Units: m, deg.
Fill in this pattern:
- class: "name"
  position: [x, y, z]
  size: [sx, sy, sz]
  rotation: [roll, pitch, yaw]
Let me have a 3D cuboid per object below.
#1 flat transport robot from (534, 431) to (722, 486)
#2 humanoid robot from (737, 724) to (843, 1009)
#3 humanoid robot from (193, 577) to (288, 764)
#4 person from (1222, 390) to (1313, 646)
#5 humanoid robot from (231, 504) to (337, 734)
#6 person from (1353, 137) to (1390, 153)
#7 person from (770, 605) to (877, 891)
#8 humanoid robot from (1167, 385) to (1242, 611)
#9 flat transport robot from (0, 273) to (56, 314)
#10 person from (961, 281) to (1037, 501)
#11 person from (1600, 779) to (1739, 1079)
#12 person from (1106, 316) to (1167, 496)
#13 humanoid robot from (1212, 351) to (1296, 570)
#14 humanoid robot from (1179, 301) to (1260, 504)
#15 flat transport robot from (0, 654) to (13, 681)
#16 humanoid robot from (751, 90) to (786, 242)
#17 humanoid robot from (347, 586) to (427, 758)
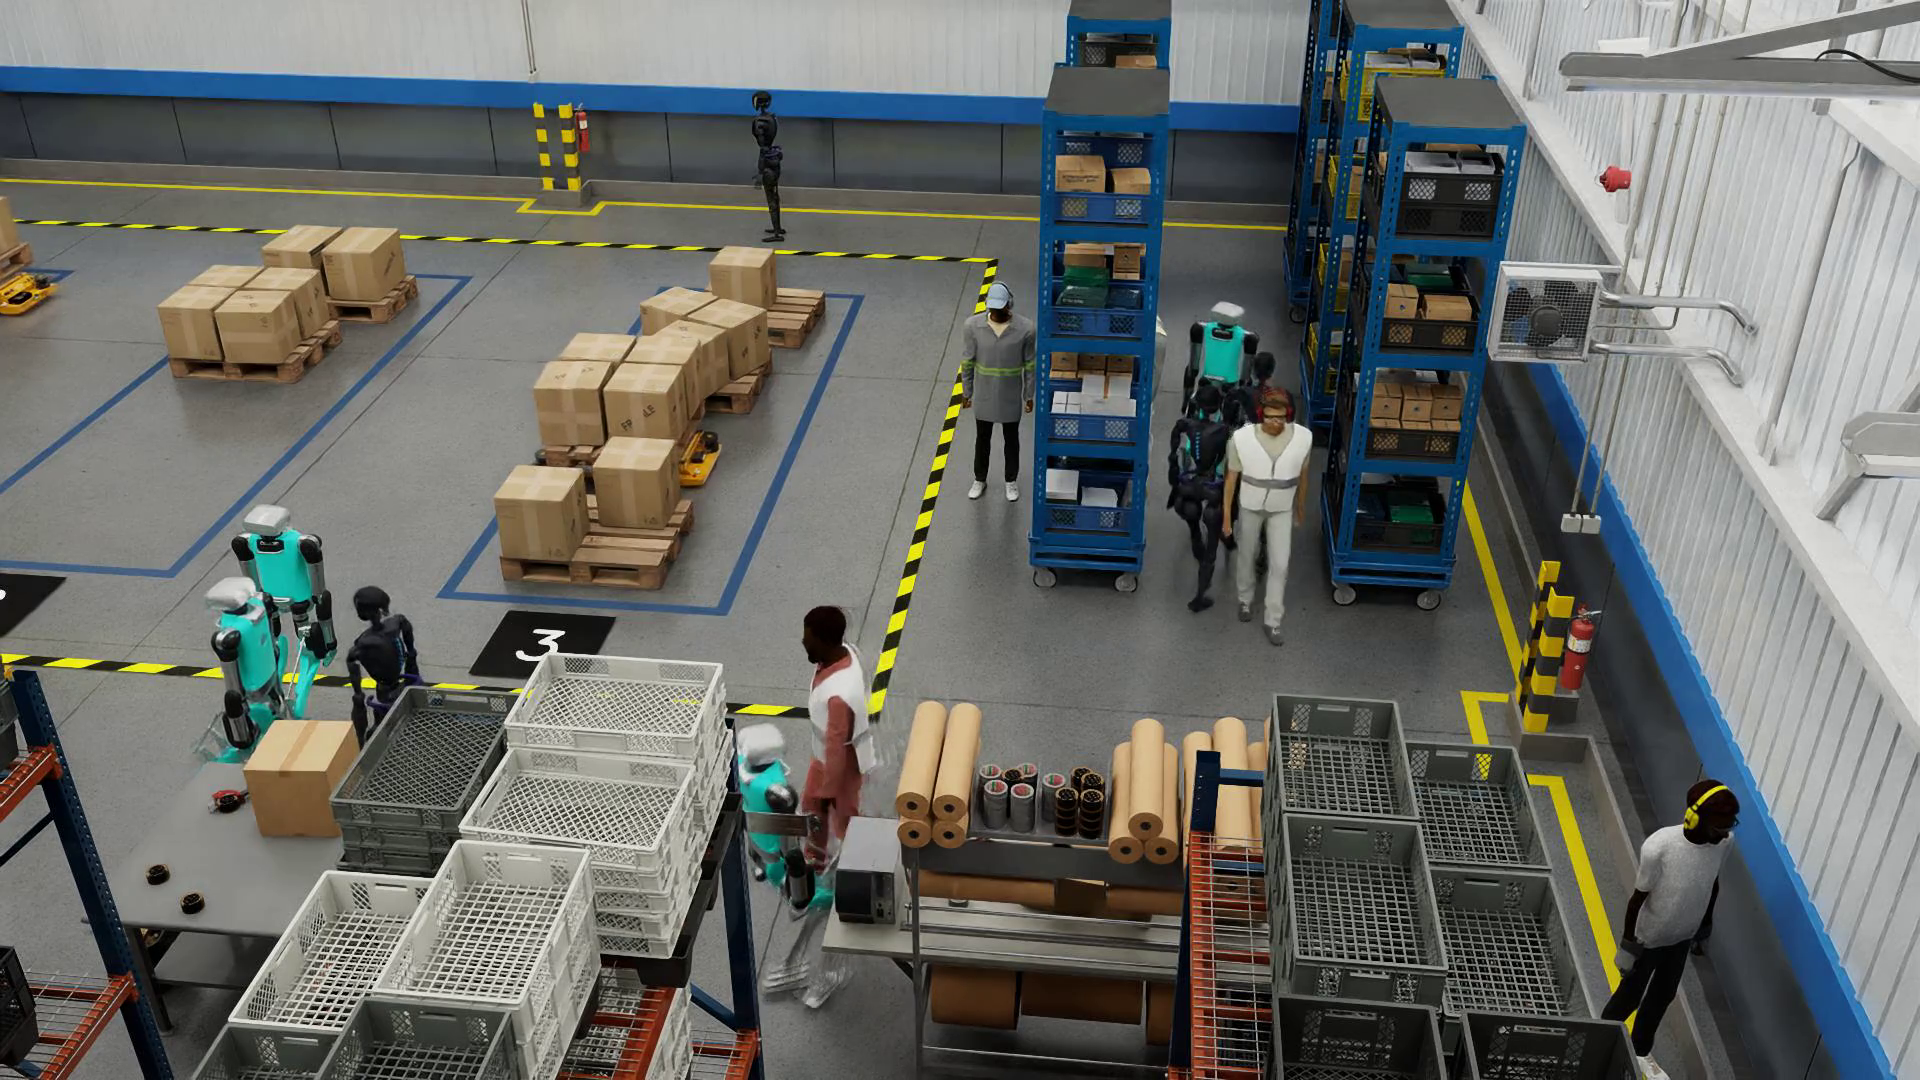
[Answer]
- class: "flat transport robot"
  position: [-2.767, -0.719, 13.881]
  size: [1.431, 0.197, 0.652]
  rotation: [3, 30, 6]
- class: "humanoid robot"
  position: [-0.745, 1.621, 8.424]
  size: [0.740, 1.773, 0.530]
  rotation: [-20, 36, -30]
- class: "humanoid robot"
  position: [-4.156, 0.992, 9.468]
  size: [0.669, 1.759, 0.538]
  rotation: [2, 30, 4]
- class: "person"
  position: [2.096, -0.149, 11.387]
  size: [0.587, 1.816, 0.777]
  rotation: [2, 30, 3]
- class: "humanoid robot"
  position: [-4.067, 0.661, 9.945]
  size: [0.533, 1.677, 0.735]
  rotation: [3, 30, 5]
- class: "person"
  position: [4.420, -3.976, 17.923]
  size: [0.505, 1.864, 0.313]
  rotation: [11, 32, 18]
- class: "person"
  position: [-0.628, 1.178, 9.041]
  size: [0.834, 1.888, 0.605]
  rotation: [-5, 31, -9]
- class: "humanoid robot"
  position: [1.752, -0.311, 11.815]
  size: [0.622, 1.639, 0.599]
  rotation: [17, 34, 27]
- class: "flat transport robot"
  position: [-10.139, -2.556, 17.035]
  size: [1.431, 0.197, 0.652]
  rotation: [3, 30, 6]
- class: "person"
  position: [0.298, -1.159, 13.090]
  size: [0.596, 1.850, 0.395]
  rotation: [4, 30, 6]
- class: "person"
  position: [3.339, 1.884, 7.862]
  size: [0.513, 1.856, 0.335]
  rotation: [-9, 31, -16]
- class: "person"
  position: [1.354, -1.194, 13.160]
  size: [0.429, 1.844, 0.621]
  rotation: [-11, 32, -18]
- class: "humanoid robot"
  position: [2.164, -0.568, 12.298]
  size: [0.607, 1.645, 0.641]
  rotation: [0, 30, 0]
- class: "humanoid robot"
  position: [1.899, -0.844, 12.770]
  size: [0.553, 1.902, 0.698]
  rotation: [13, 33, 21]
- class: "flat transport robot"
  position: [-7.142, 0.969, 11.010]
  size: [1.431, 0.231, 0.659]
  rotation: [3, 30, 6]
- class: "humanoid robot"
  position: [-2.124, -4.127, 18.348]
  size: [0.315, 1.657, 0.599]
  rotation: [2, 30, 4]
- class: "humanoid robot"
  position: [-3.302, 0.997, 9.592]
  size: [0.489, 1.647, 0.589]
  rotation: [10, 32, 17]
